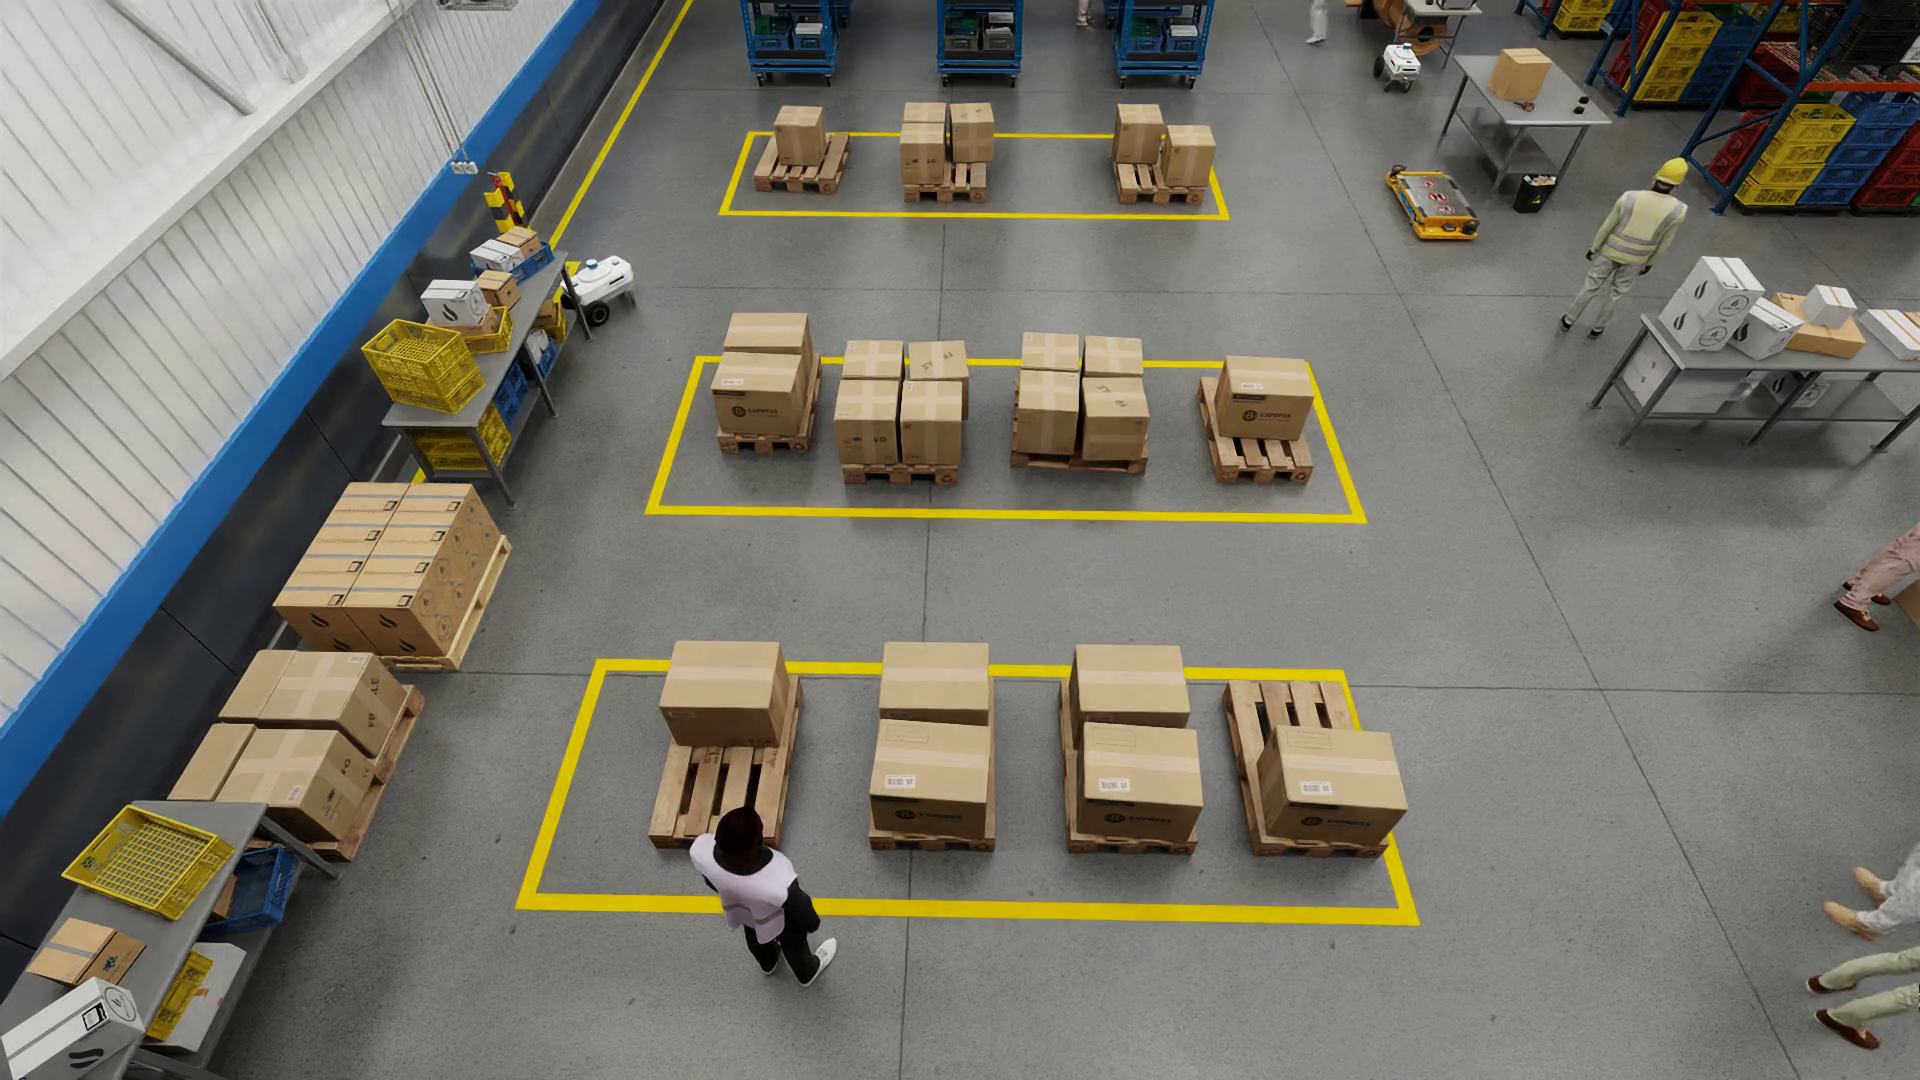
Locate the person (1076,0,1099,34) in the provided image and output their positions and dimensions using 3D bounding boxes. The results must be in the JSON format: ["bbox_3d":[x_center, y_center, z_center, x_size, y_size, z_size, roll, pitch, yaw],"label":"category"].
[{"bbox_3d":[2.085,-8.947,14.138,0.409,1.987,0.621,13,50,11],"label":"person"}]

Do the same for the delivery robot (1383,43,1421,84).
[{"bbox_3d":[6.388,-6.916,13.255,0.477,0.478,0.707,2,49,1],"label":"delivery robot"}]

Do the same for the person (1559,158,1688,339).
[{"bbox_3d":[6.474,-2.811,8.921,0.586,1.835,0.404,27,54,21],"label":"person"}]

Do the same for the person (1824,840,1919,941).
[{"bbox_3d":[5.583,1.688,5.035,0.627,1.833,0.431,-32,56,-25],"label":"person"}]

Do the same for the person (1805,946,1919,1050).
[{"bbox_3d":[5.134,2.128,4.636,0.347,1.857,0.521,17,51,14],"label":"person"}]

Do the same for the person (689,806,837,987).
[{"bbox_3d":[-1.015,1.902,4.787,0.591,1.920,0.393,16,51,13],"label":"person"}]

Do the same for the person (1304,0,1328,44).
[{"bbox_3d":[5.575,-8.450,13.944,0.490,1.610,0.532,3,49,2],"label":"person"}]

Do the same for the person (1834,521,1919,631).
[{"bbox_3d":[7.117,-0.108,6.538,0.639,1.904,0.407,-33,57,-25],"label":"person"}]

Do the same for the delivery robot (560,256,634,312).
[{"bbox_3d":[-3.796,-2.707,9.612,0.477,0.478,0.707,31,56,24],"label":"delivery robot"}]

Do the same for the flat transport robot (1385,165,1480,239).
[{"bbox_3d":[5.692,-4.094,11.059,0.652,0.197,1.431,1,49,1],"label":"flat transport robot"}]
